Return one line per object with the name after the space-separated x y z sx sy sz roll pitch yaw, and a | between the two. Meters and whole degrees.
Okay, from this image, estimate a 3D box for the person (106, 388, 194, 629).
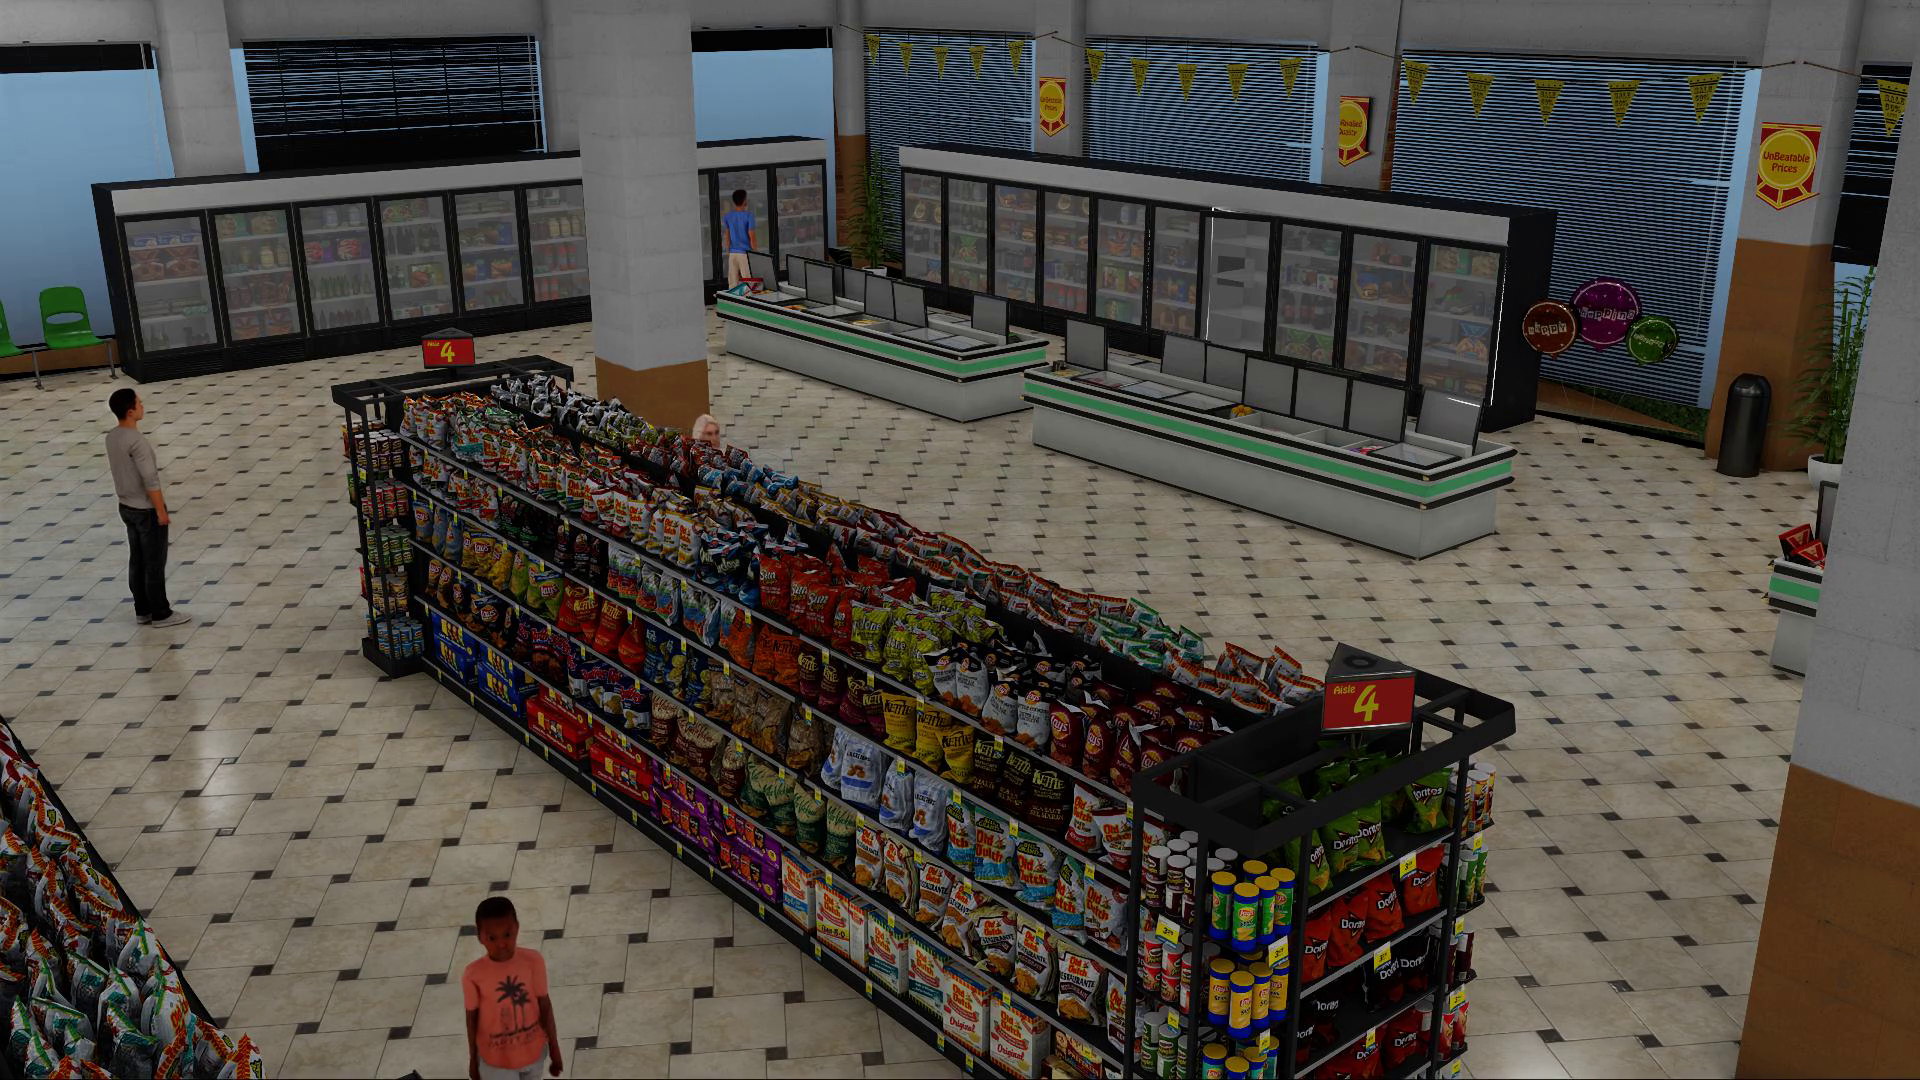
-6.091 -0.240 12.357 0.572 1.811 0.777 13 22 33 | person

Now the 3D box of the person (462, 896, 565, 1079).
-1.783 1.980 6.585 0.630 1.293 0.928 -9 21 -25 | person

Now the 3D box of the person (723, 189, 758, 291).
-3.073 -3.986 23.385 0.675 1.863 0.804 8 20 22 | person
